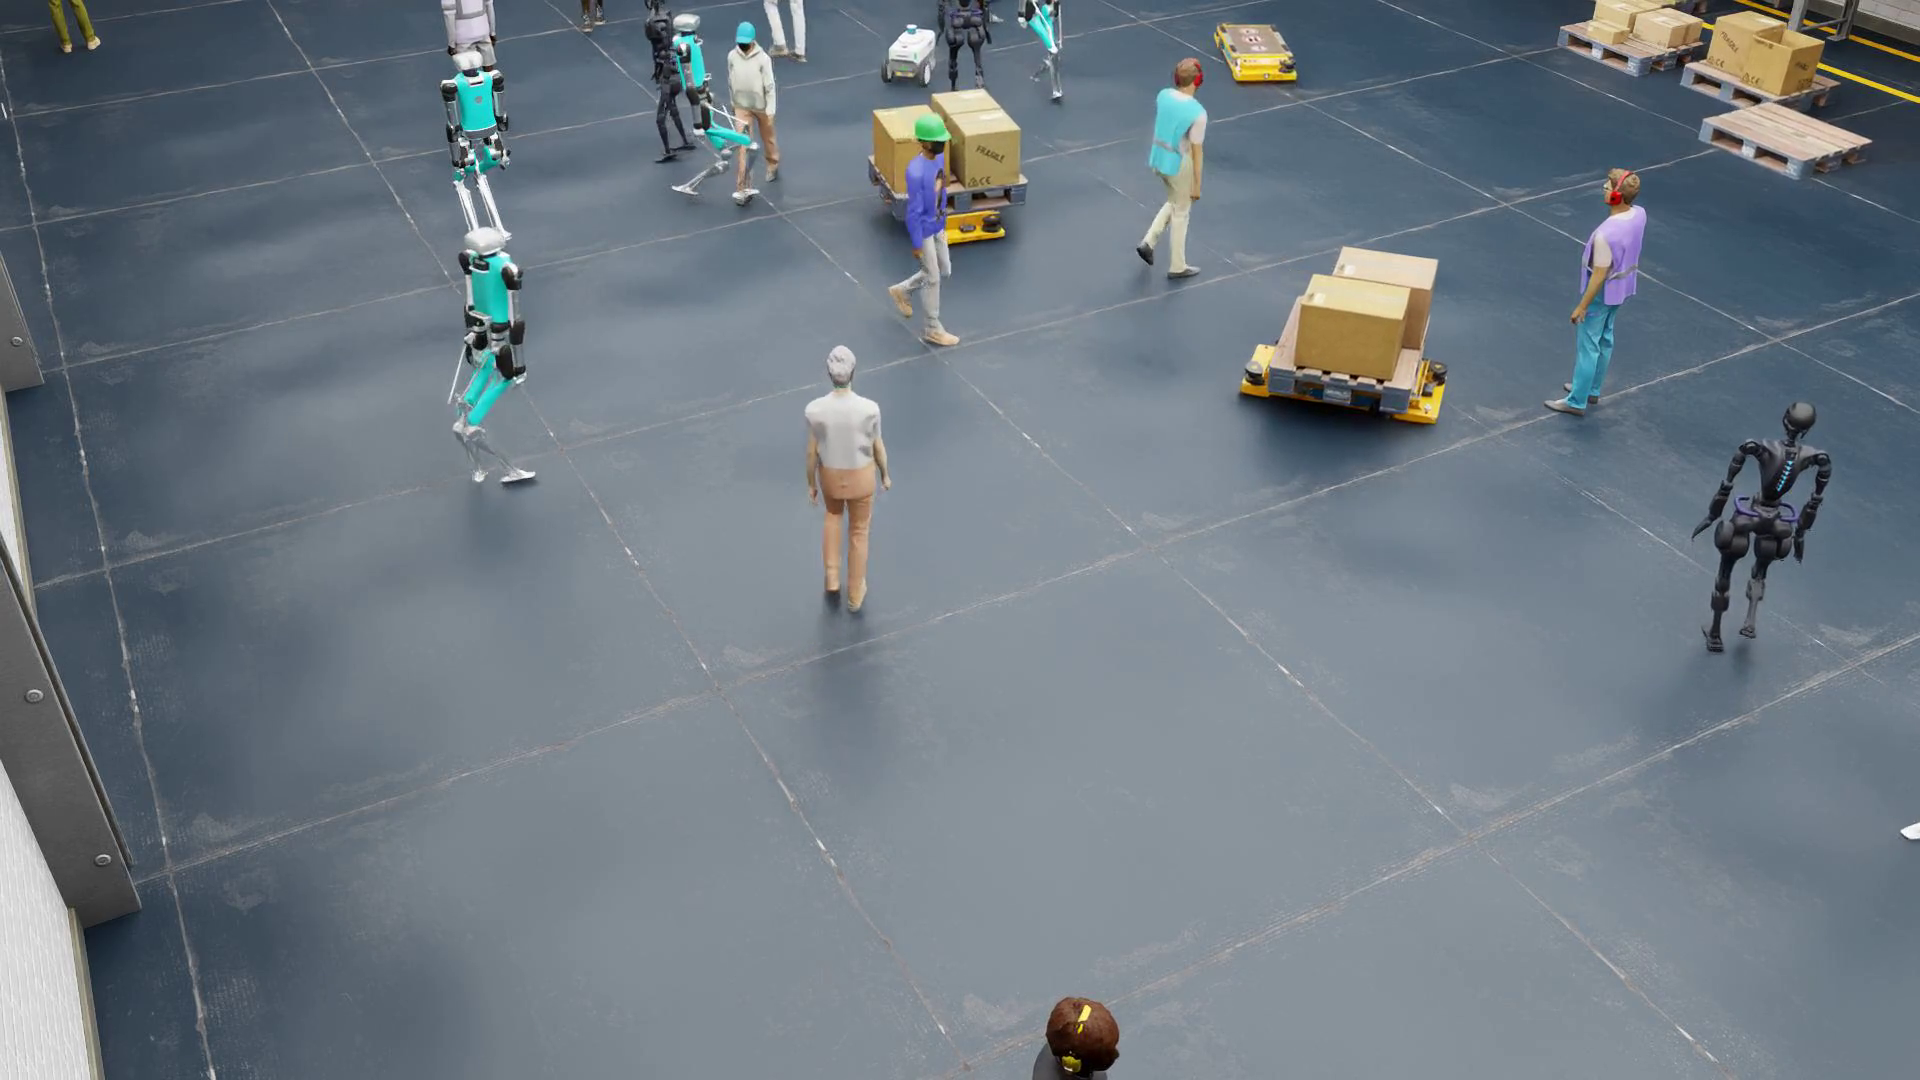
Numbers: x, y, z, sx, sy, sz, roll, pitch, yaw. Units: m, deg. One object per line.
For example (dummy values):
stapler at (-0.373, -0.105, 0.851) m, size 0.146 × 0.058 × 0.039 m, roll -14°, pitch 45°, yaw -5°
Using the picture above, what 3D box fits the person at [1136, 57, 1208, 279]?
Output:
person at (1.777, -3.033, 13.685) m, size 0.473 × 1.827 × 0.654 m, roll -19°, pitch 39°, yaw -25°

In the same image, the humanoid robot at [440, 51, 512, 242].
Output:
humanoid robot at (-4.147, -3.363, 14.149) m, size 0.532 × 1.699 × 0.724 m, roll -23°, pitch 41°, yaw -29°

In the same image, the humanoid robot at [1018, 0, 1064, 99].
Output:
humanoid robot at (0.966, -5.452, 17.309) m, size 0.562 × 1.802 × 1.039 m, roll -22°, pitch 41°, yaw -28°

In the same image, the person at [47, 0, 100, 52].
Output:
person at (-10.014, -6.331, 18.390) m, size 0.516 × 1.836 × 0.378 m, roll -13°, pitch 37°, yaw -17°

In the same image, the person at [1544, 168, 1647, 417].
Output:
person at (4.569, -1.737, 11.823) m, size 0.390 × 1.843 × 0.563 m, roll 29°, pitch 44°, yaw 35°

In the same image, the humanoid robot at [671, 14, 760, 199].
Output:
humanoid robot at (-2.150, -3.827, 14.919) m, size 1.030 × 1.738 × 0.549 m, roll 0°, pitch 35°, yaw 0°

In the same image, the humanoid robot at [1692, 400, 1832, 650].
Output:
humanoid robot at (4.596, -0.087, 9.614) m, size 0.608 × 1.652 × 0.341 m, roll 7°, pitch 36°, yaw 10°

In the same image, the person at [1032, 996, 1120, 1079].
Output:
person at (0.379, 2.309, 6.021) m, size 0.335 × 1.873 × 0.502 m, roll 8°, pitch 36°, yaw 11°

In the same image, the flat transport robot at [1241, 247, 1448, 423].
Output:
flat transport robot at (2.880, -1.209, 12.442) m, size 1.431 × 0.231 × 0.659 m, roll 11°, pitch 37°, yaw 16°

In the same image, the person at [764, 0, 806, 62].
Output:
person at (-1.911, -6.170, 18.154) m, size 0.575 × 1.849 × 0.543 m, roll -21°, pitch 40°, yaw -27°

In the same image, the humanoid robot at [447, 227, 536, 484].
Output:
humanoid robot at (-3.201, -1.142, 11.060) m, size 0.568 × 1.756 × 0.768 m, roll 23°, pitch 41°, yaw 29°

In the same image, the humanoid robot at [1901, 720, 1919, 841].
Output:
humanoid robot at (5.075, 0.898, 8.175) m, size 0.751 × 1.792 × 0.545 m, roll -20°, pitch 40°, yaw -26°

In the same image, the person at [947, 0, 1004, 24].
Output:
person at (0.165, -6.939, 19.159) m, size 0.623 × 1.888 × 0.577 m, roll 4°, pitch 35°, yaw 5°

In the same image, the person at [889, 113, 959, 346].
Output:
person at (-0.292, -2.397, 12.756) m, size 0.595 × 1.859 × 0.459 m, roll 17°, pitch 38°, yaw 23°

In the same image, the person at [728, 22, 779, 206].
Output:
person at (-1.879, -3.943, 15.156) m, size 0.463 × 1.620 × 0.901 m, roll 5°, pitch 35°, yaw 8°

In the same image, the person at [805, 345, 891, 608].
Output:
person at (-0.663, -0.372, 9.976) m, size 0.477 × 1.728 × 0.419 m, roll 5°, pitch 35°, yaw 6°

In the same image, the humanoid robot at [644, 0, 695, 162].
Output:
humanoid robot at (-2.826, -4.455, 15.850) m, size 0.407 × 1.645 × 0.584 m, roll -12°, pitch 37°, yaw -17°

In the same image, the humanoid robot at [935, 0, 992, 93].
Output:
humanoid robot at (0.053, -5.223, 16.988) m, size 0.587 × 1.639 × 0.707 m, roll -9°, pitch 36°, yaw -13°

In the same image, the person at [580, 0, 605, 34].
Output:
person at (-4.208, -6.764, 18.930) m, size 0.627 × 1.921 × 0.939 m, roll -7°, pitch 36°, yaw -10°

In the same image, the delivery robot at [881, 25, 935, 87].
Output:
delivery robot at (-0.523, -5.238, 17.959) m, size 0.499 × 0.610 × 0.814 m, roll 9°, pitch 36°, yaw 13°

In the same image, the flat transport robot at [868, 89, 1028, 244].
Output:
flat transport robot at (-0.125, -3.065, 15.092) m, size 0.659 × 0.231 × 1.431 m, roll -10°, pitch 36°, yaw -14°

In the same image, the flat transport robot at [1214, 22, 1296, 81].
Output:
flat transport robot at (3.267, -5.423, 18.459) m, size 0.659 × 0.231 × 1.431 m, roll -1°, pitch 35°, yaw -2°

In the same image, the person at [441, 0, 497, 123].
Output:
person at (-4.831, -4.992, 16.390) m, size 0.354 × 1.936 × 0.550 m, roll 29°, pitch 44°, yaw 35°
